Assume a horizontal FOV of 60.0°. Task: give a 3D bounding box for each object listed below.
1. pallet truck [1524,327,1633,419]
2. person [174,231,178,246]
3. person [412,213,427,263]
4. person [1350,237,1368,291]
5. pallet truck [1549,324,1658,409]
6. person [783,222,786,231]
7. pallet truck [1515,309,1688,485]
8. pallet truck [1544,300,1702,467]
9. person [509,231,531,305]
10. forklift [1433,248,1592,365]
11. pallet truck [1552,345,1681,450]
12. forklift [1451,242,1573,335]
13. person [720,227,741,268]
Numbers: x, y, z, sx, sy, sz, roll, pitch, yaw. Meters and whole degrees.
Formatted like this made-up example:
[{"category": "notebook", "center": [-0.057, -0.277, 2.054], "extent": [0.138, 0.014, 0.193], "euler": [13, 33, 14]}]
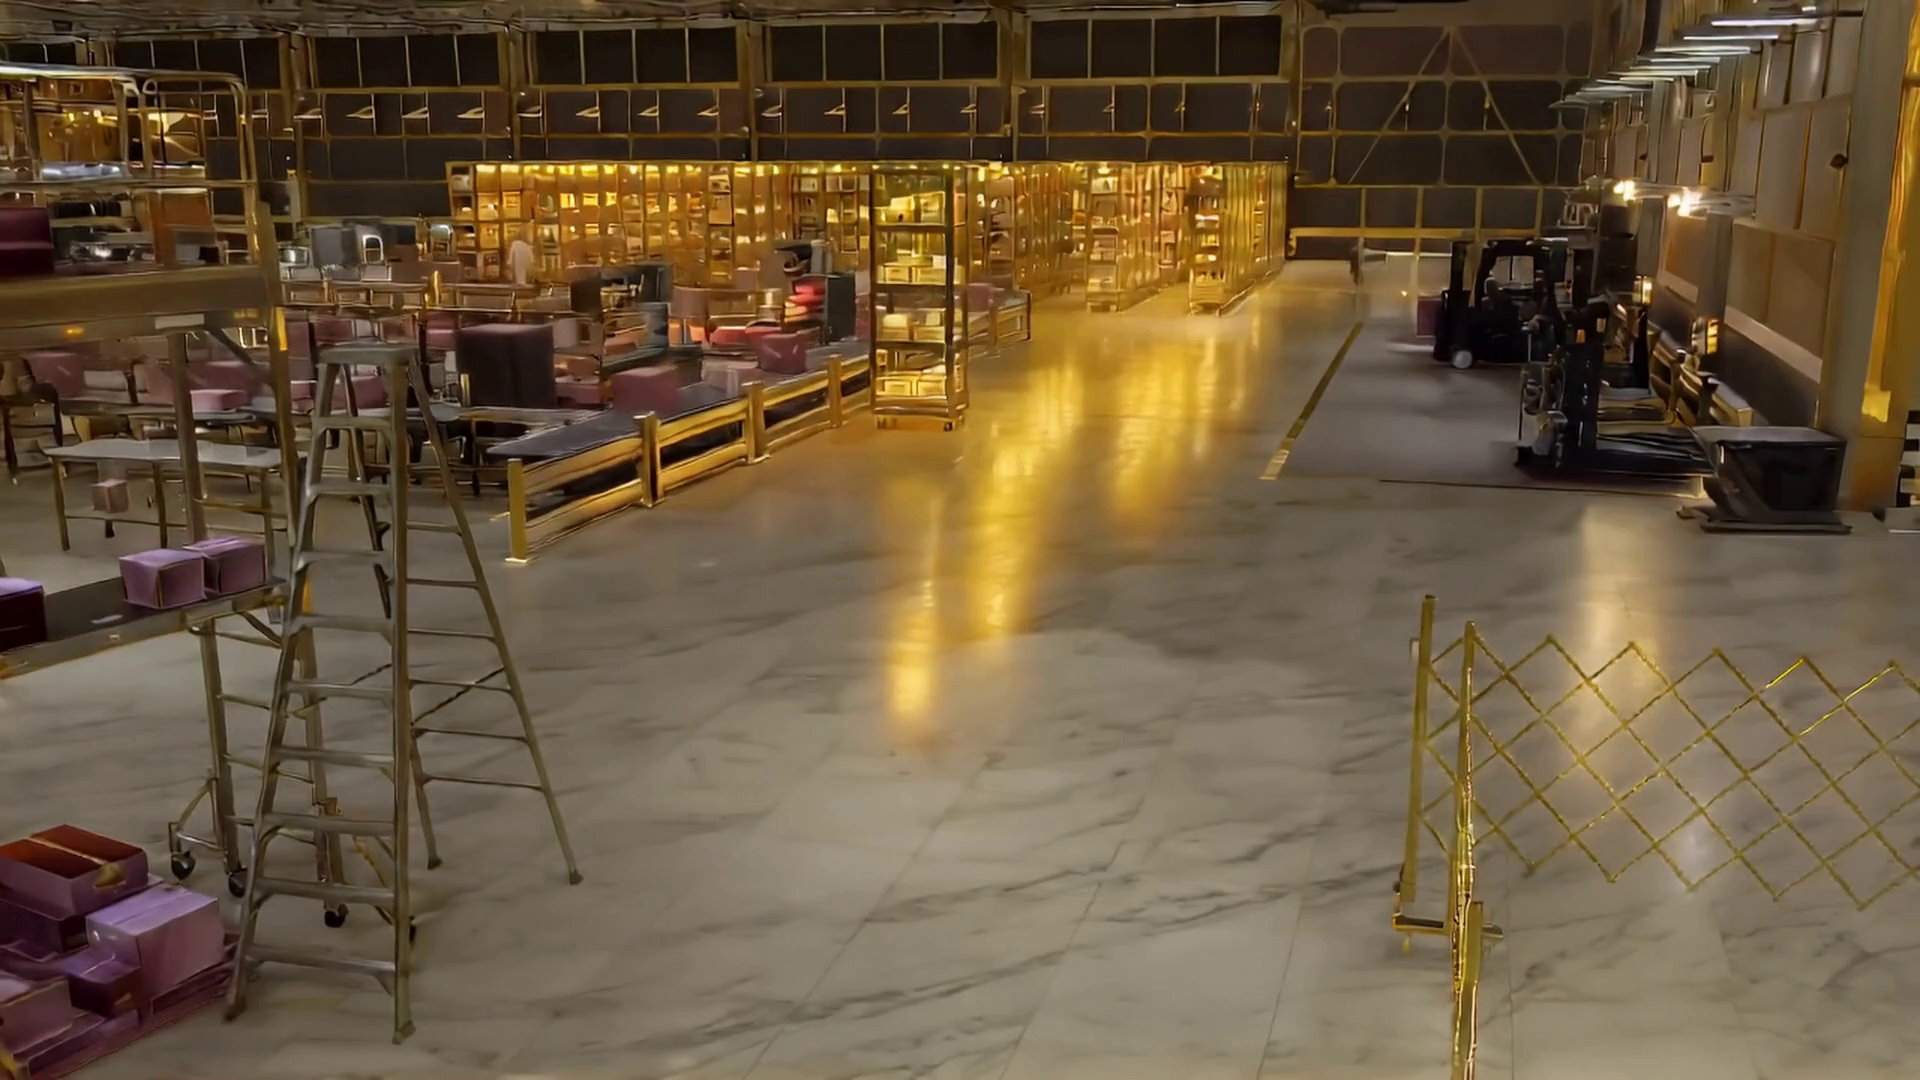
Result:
[{"category": "pallet truck", "center": [9.065, -2.460, 24.370], "extent": [1.522, 1.261, 0.704], "euler": [3, 13, 14]}, {"category": "person", "center": [-24.492, -9.047, 51.421], "extent": [0.601, 1.940, 0.414], "euler": [-6, 14, -24]}, {"category": "person", "center": [-19.160, -10.716, 59.042], "extent": [0.487, 1.744, 0.313], "euler": [-4, 14, -16]}, {"category": "person", "center": [9.699, -6.444, 40.429], "extent": [0.404, 1.824, 0.586], "euler": [7, 15, 29]}, {"category": "pallet truck", "center": [9.824, -2.669, 25.407], "extent": [1.601, 1.201, 0.680], "euler": [4, 14, 16]}, {"category": "person", "center": [-5.242, -8.665, 49.966], "extent": [0.570, 1.840, 0.373], "euler": [-3, 13, -14]}, {"category": "pallet truck", "center": [7.554, -1.677, 19.446], "extent": [1.885, 1.965, 0.823], "euler": [3, 13, 14]}, {"category": "pallet truck", "center": [8.263, -1.952, 20.631], "extent": [1.885, 1.965, 0.823], "euler": [5, 14, 20]}, {"category": "person", "center": [-11.201, -6.944, 42.457], "extent": [0.822, 1.883, 0.650], "euler": [9, 16, 35]}, {"category": "forklift", "center": [9.780, -4.111, 29.280], "extent": [2.680, 1.987, 1.157], "euler": [3, 13, 14]}, {"category": "pallet truck", "center": [8.641, -1.896, 21.908], "extent": [1.630, 1.274, 0.653], "euler": [4, 14, 16]}, {"category": "forklift", "center": [10.464, -4.597, 31.405], "extent": [2.680, 1.987, 1.157], "euler": [4, 14, 16]}, {"category": "person", "center": [-6.390, -7.973, 46.694], "extent": [0.654, 1.964, 0.836], "euler": [3, 13, 12]}]
